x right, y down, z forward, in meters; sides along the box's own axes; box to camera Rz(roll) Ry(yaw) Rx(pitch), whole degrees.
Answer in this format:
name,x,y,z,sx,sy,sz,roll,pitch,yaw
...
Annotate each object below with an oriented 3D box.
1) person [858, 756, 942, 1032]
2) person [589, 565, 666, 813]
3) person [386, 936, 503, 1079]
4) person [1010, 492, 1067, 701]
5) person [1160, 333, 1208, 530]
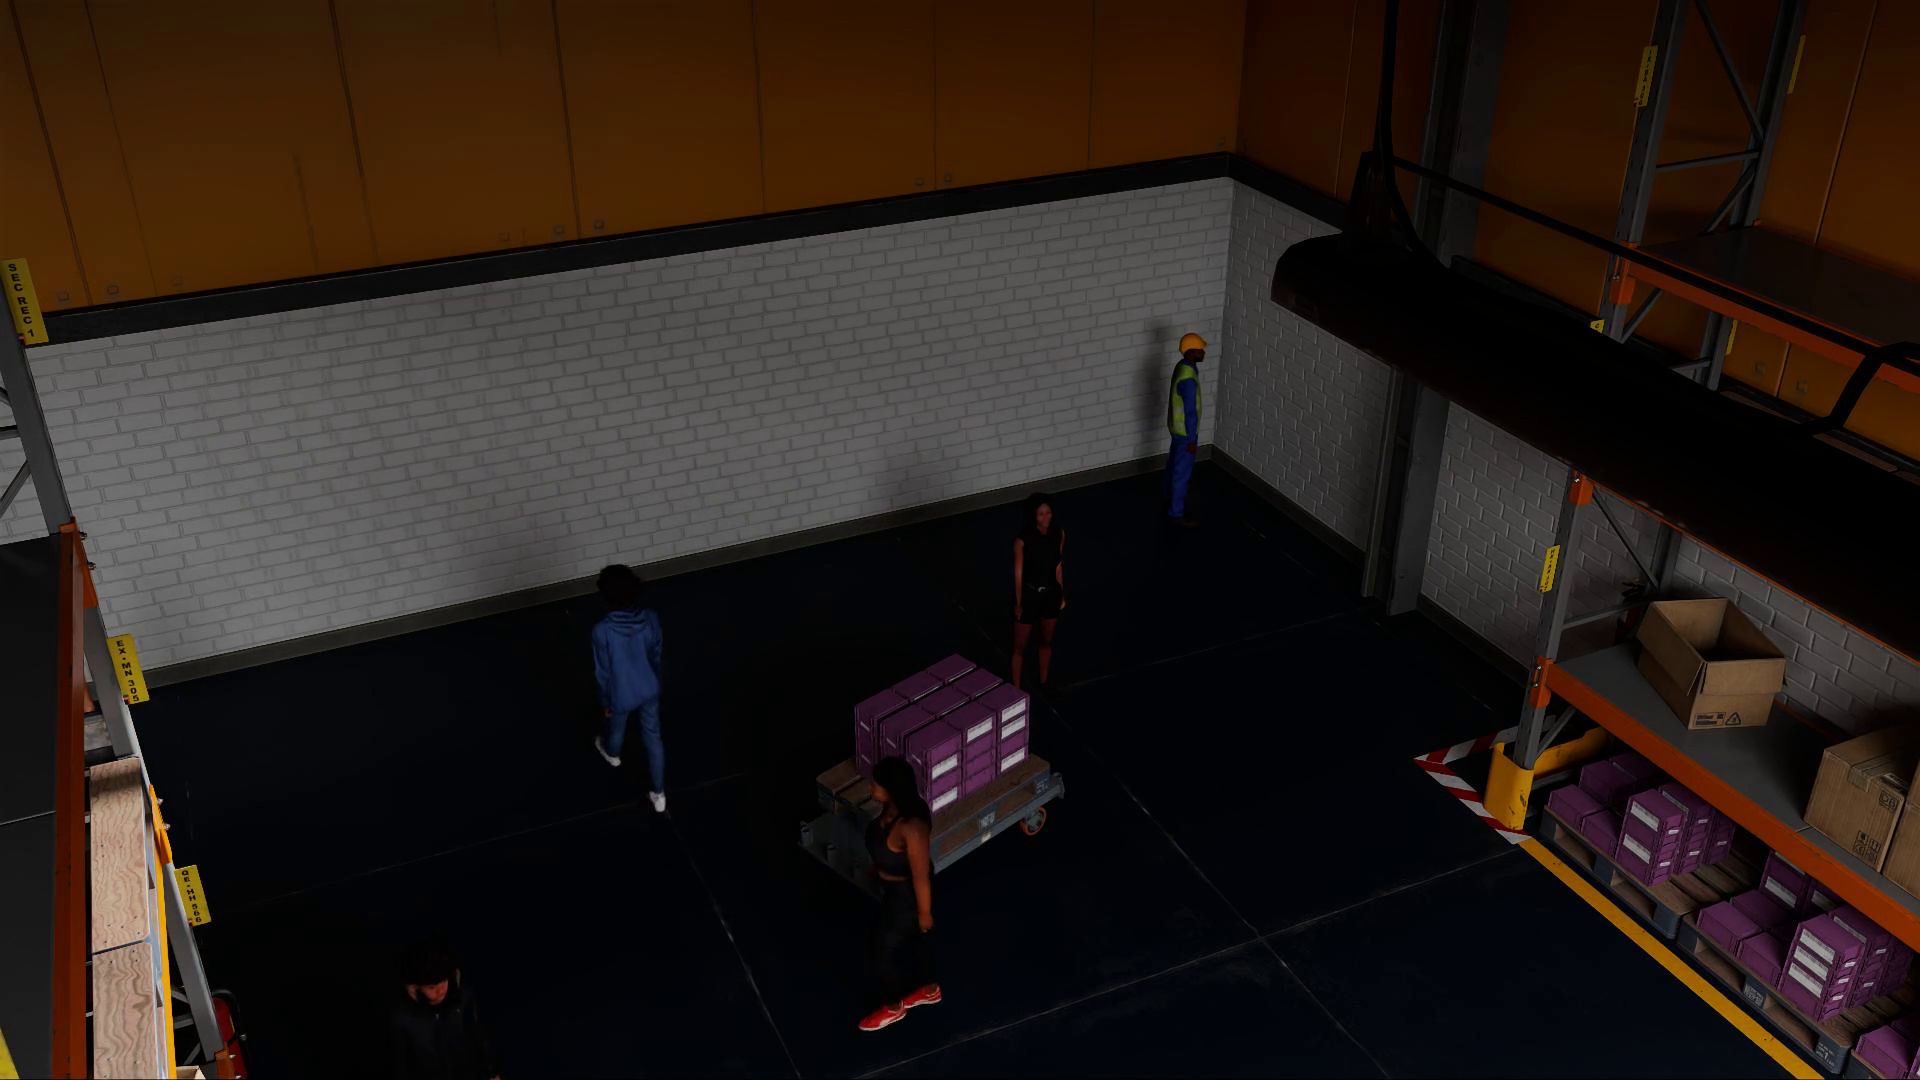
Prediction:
name,x,y,z,sx,sy,sz,roll,pitch,yaw
person,-0.224,1.973,9.437,0.829,1.799,0.759,-8,30,-14
person,-2.181,1.035,11.181,0.756,1.776,1.127,-16,32,-27
person,-2.630,2.632,8.289,0.804,1.742,0.984,-24,37,-37
person,0.568,0.445,12.302,0.622,1.740,0.550,-16,33,-27
person,2.008,-1.006,14.887,0.806,1.812,0.655,-1,29,-1
